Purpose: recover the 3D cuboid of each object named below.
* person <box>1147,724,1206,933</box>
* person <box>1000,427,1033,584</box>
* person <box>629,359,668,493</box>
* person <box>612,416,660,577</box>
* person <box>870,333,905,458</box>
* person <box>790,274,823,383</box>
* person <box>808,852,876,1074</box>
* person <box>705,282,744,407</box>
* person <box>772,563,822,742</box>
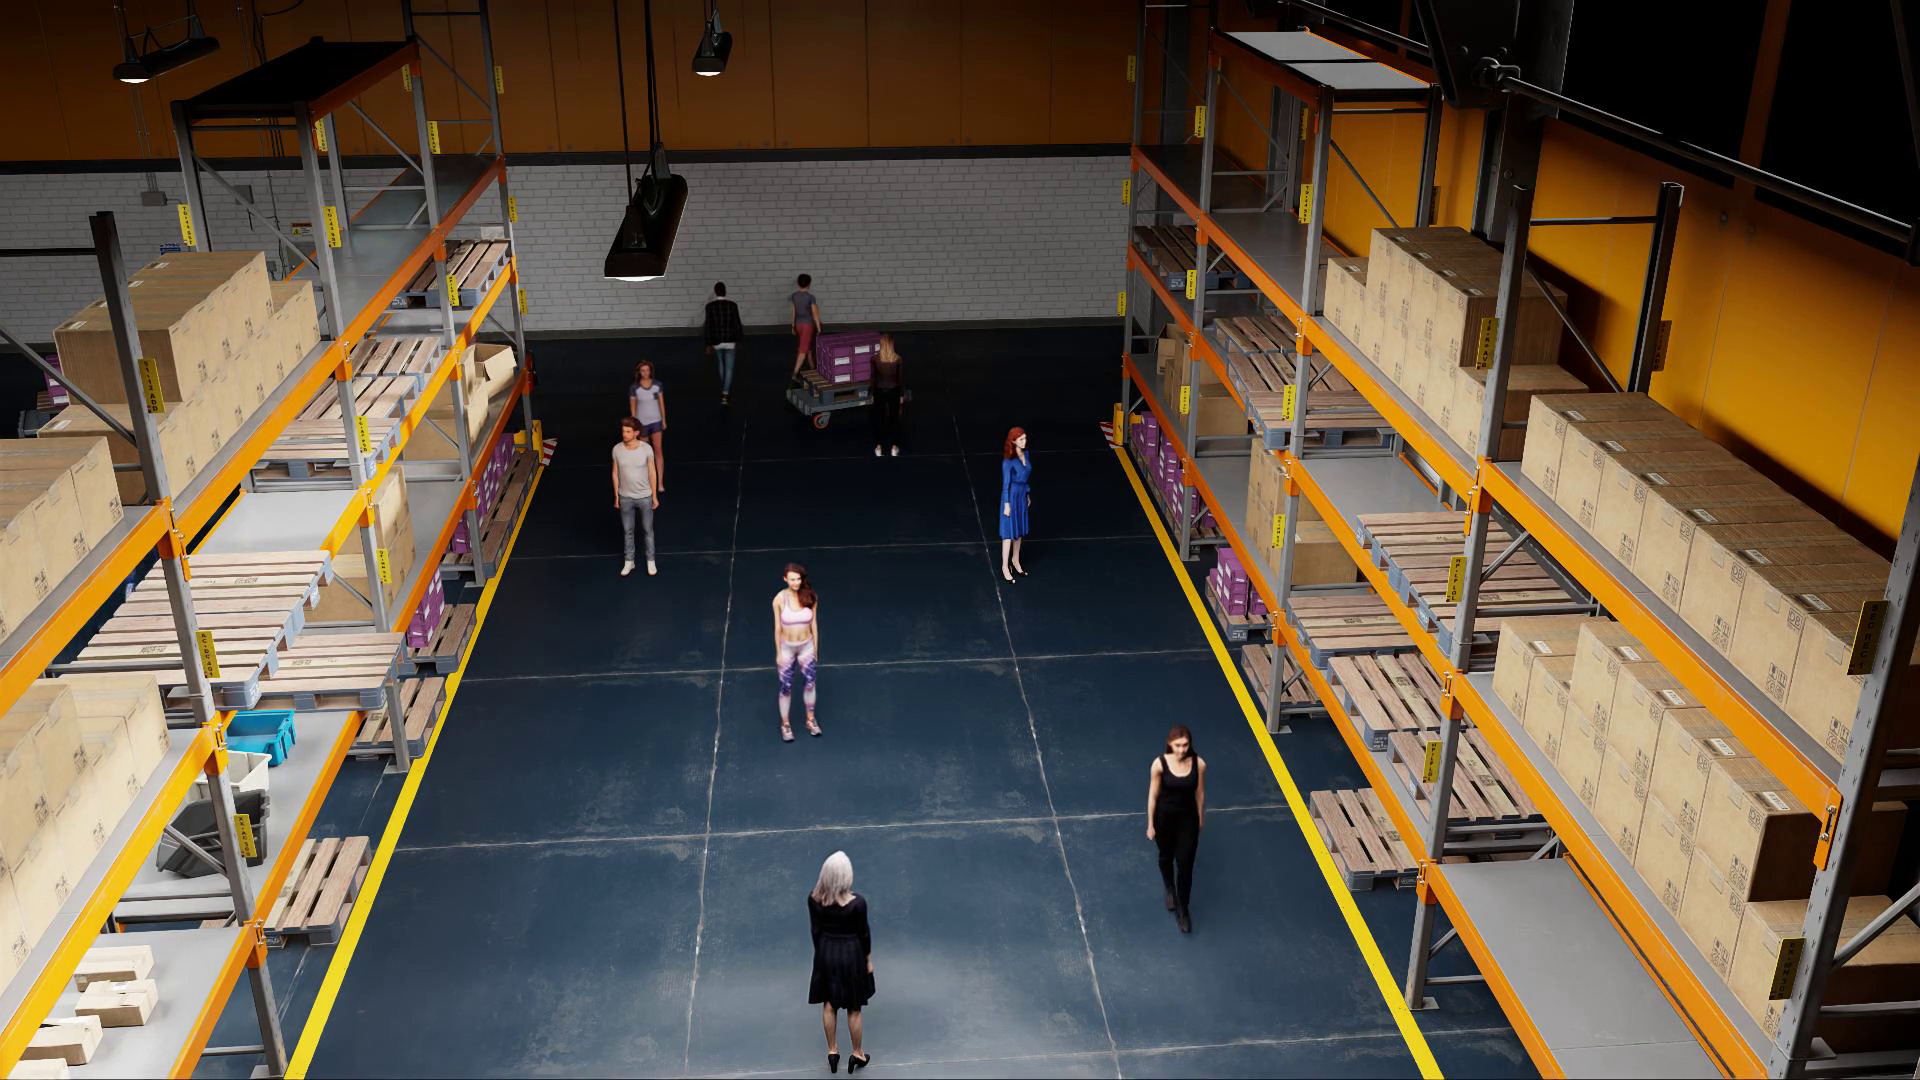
[{"bbox_3d":[1.679,2.148,13.011,0.668,1.670,0.860,1,24,2],"label":"person"},{"bbox_3d":[0.629,-0.410,18.667,0.775,1.827,0.709,17,29,34],"label":"person"},{"bbox_3d":[-4.014,-1.514,21.361,0.746,1.693,1.125,-7,24,-15],"label":"person"},{"bbox_3d":[-3.669,-0.514,18.822,0.653,1.894,0.557,-1,24,-1],"label":"person"},{"bbox_3d":[-0.986,-1.954,22.355,0.618,1.703,0.532,0,24,1],"label":"person"},{"bbox_3d":[-2.402,-3.190,25.290,1.011,1.617,1.220,12,26,25],"label":"person"},{"bbox_3d":[-0.802,2.862,11.283,0.663,1.747,0.658,5,24,11],"label":"person"},{"bbox_3d":[-3.448,-2.825,24.238,0.807,1.791,1.230,2,24,4],"label":"person"},{"bbox_3d":[-1.528,1.028,15.452,0.606,1.767,0.579,-7,24,-15],"label":"person"}]
